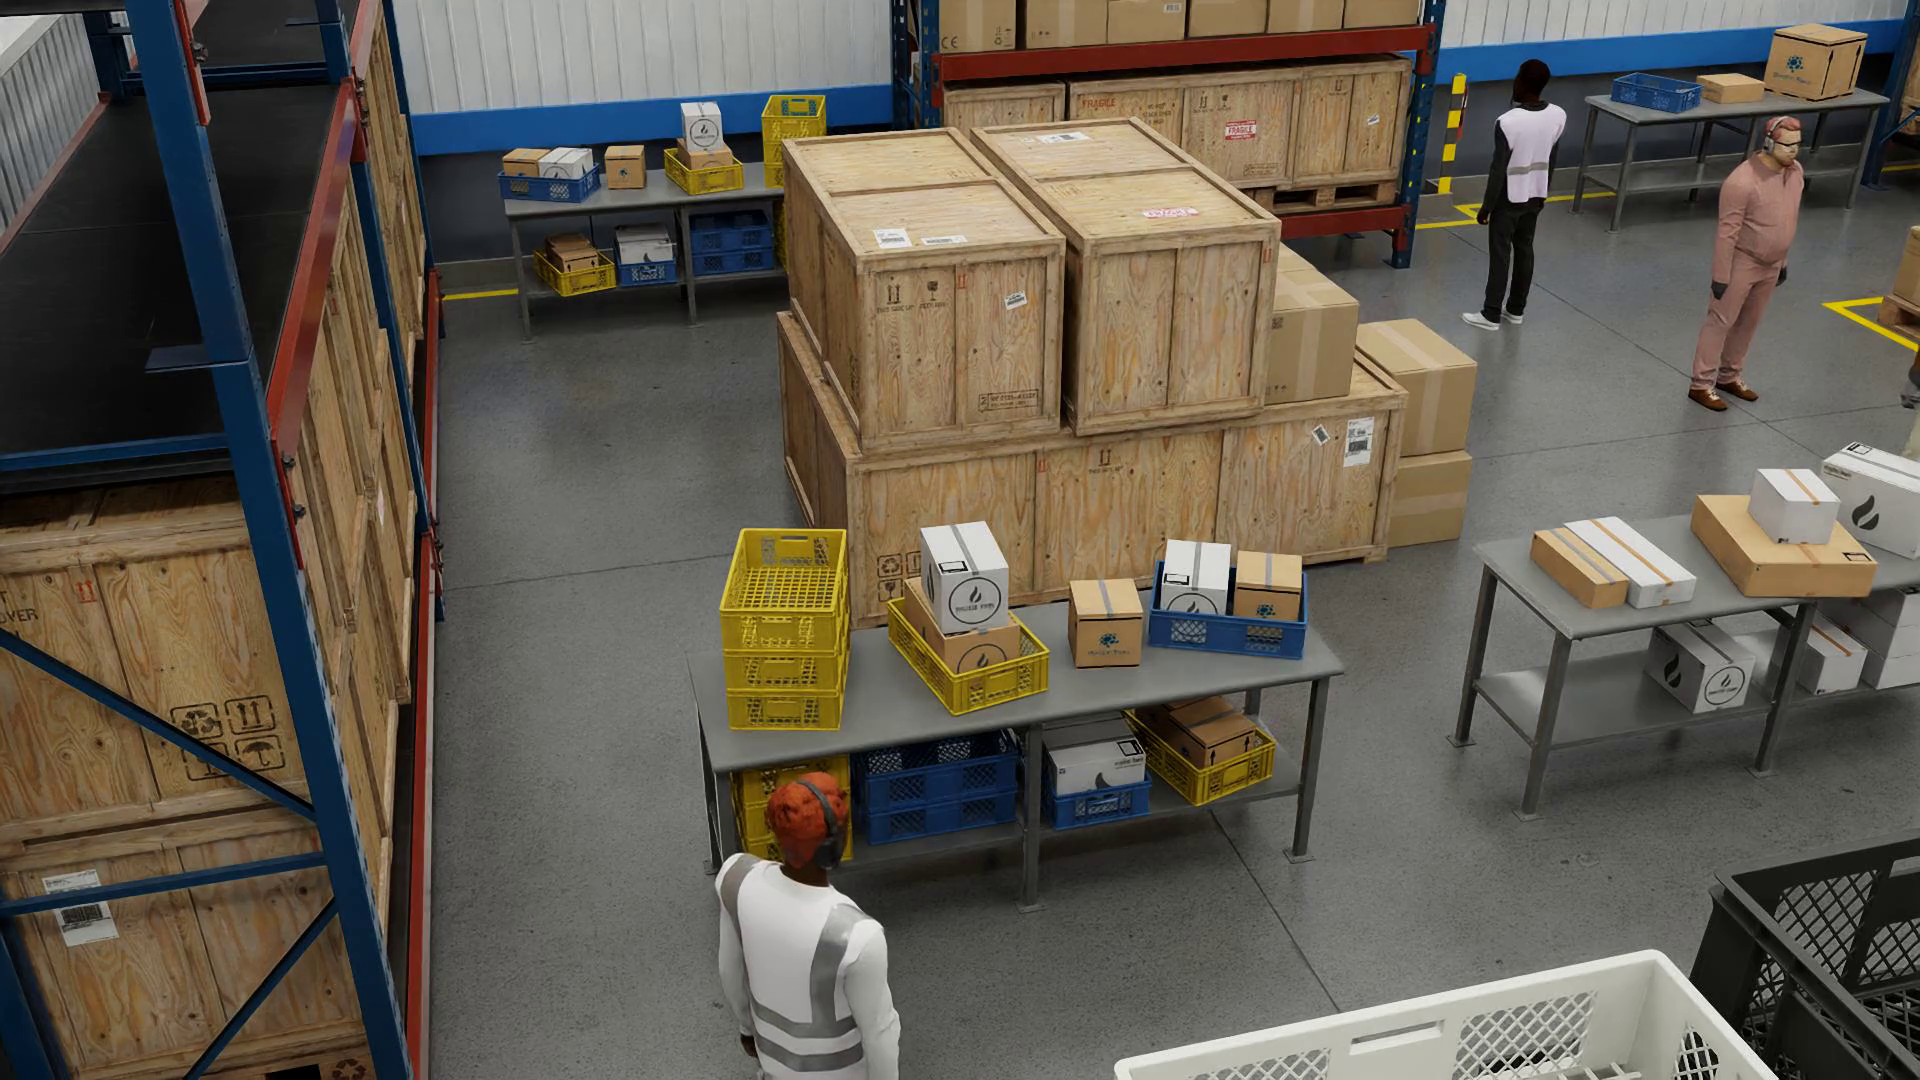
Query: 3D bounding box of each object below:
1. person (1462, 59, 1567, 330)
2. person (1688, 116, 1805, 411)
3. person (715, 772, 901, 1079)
[{"bbox_3d":[3.952,-2.436,11.812,0.591,1.922,0.393,-14,32,-24],"label":"person"},{"bbox_3d":[5.048,-1.753,10.600,0.647,1.900,0.403,-14,32,-24],"label":"person"},{"bbox_3d":[-0.409,1.465,4.769,0.586,1.882,0.341,18,34,30],"label":"person"}]
